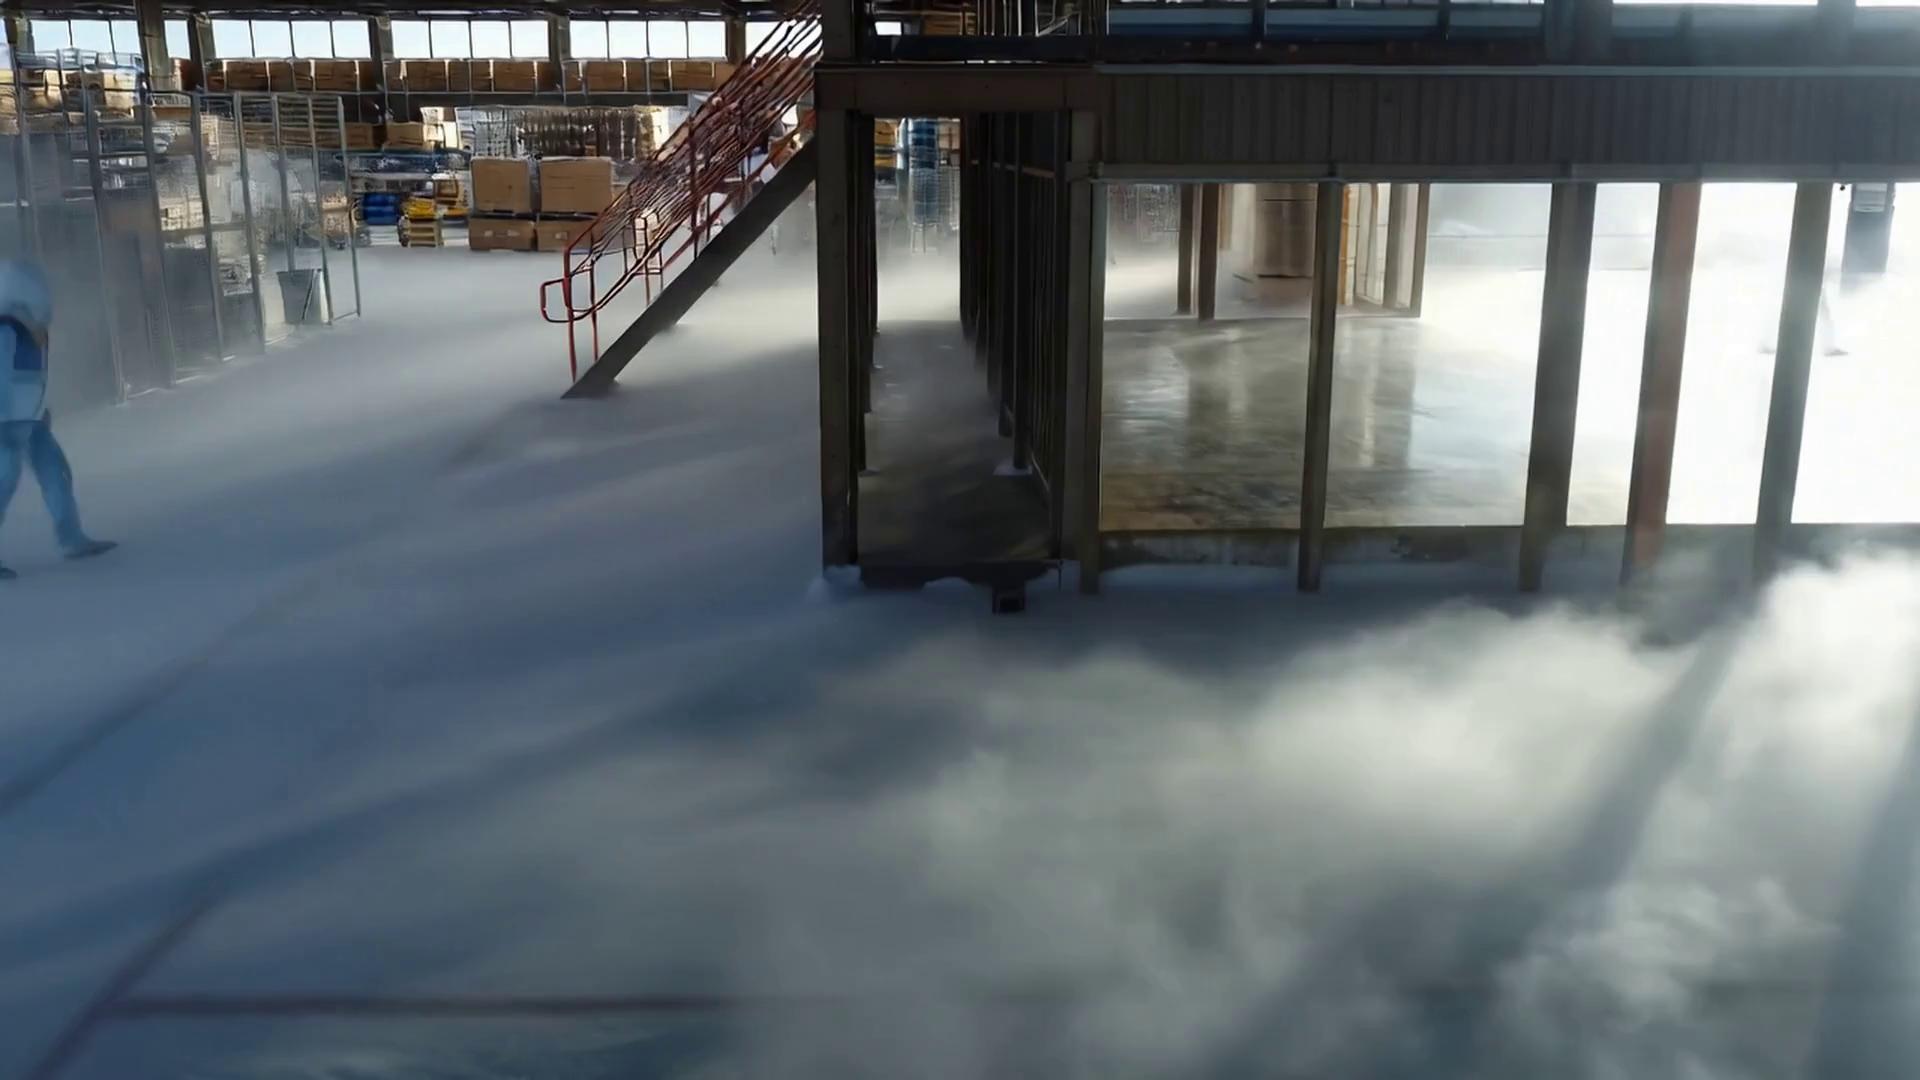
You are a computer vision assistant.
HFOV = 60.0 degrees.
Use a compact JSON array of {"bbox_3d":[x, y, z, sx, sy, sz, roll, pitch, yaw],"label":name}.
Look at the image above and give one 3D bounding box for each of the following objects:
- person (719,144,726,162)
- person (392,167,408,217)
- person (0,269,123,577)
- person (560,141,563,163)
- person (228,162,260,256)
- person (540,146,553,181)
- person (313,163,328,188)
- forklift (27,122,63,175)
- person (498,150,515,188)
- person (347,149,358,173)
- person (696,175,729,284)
[{"bbox_3d":[-11.329,-17.950,79.208,0.403,1.828,0.595,-5,15,-20],"label":"person"},{"bbox_3d":[-13.612,-8.215,40.523,0.488,1.715,0.517,0,14,1],"label":"person"},{"bbox_3d":[-5.777,-0.731,10.313,0.788,1.862,0.639,-1,14,-6],"label":"person"},{"bbox_3d":[-21.757,-20.918,91.033,0.388,1.847,0.563,-3,14,-12],"label":"person"},{"bbox_3d":[-14.473,-6.640,33.698,0.621,1.977,0.534,-11,18,-37],"label":"person"},{"bbox_3d":[-14.230,-12.536,57.238,0.624,1.997,0.571,8,16,29],"label":"person"},{"bbox_3d":[-15.826,-8.473,41.422,0.603,1.798,0.918,9,17,32],"label":"person"},{"bbox_3d":[-35.376,-14.773,64.377,1.129,2.768,1.873,-1,14,-2],"label":"forklift"},{"bbox_3d":[-15.197,-12.118,55.774,0.544,1.901,0.947,-4,15,-16],"label":"person"},{"bbox_3d":[-21.573,-12.870,58.840,0.970,1.856,0.654,-7,16,-27],"label":"person"},{"bbox_3d":[-4.348,-5.448,29.173,0.602,1.854,0.810,-4,15,-16],"label":"person"}]
